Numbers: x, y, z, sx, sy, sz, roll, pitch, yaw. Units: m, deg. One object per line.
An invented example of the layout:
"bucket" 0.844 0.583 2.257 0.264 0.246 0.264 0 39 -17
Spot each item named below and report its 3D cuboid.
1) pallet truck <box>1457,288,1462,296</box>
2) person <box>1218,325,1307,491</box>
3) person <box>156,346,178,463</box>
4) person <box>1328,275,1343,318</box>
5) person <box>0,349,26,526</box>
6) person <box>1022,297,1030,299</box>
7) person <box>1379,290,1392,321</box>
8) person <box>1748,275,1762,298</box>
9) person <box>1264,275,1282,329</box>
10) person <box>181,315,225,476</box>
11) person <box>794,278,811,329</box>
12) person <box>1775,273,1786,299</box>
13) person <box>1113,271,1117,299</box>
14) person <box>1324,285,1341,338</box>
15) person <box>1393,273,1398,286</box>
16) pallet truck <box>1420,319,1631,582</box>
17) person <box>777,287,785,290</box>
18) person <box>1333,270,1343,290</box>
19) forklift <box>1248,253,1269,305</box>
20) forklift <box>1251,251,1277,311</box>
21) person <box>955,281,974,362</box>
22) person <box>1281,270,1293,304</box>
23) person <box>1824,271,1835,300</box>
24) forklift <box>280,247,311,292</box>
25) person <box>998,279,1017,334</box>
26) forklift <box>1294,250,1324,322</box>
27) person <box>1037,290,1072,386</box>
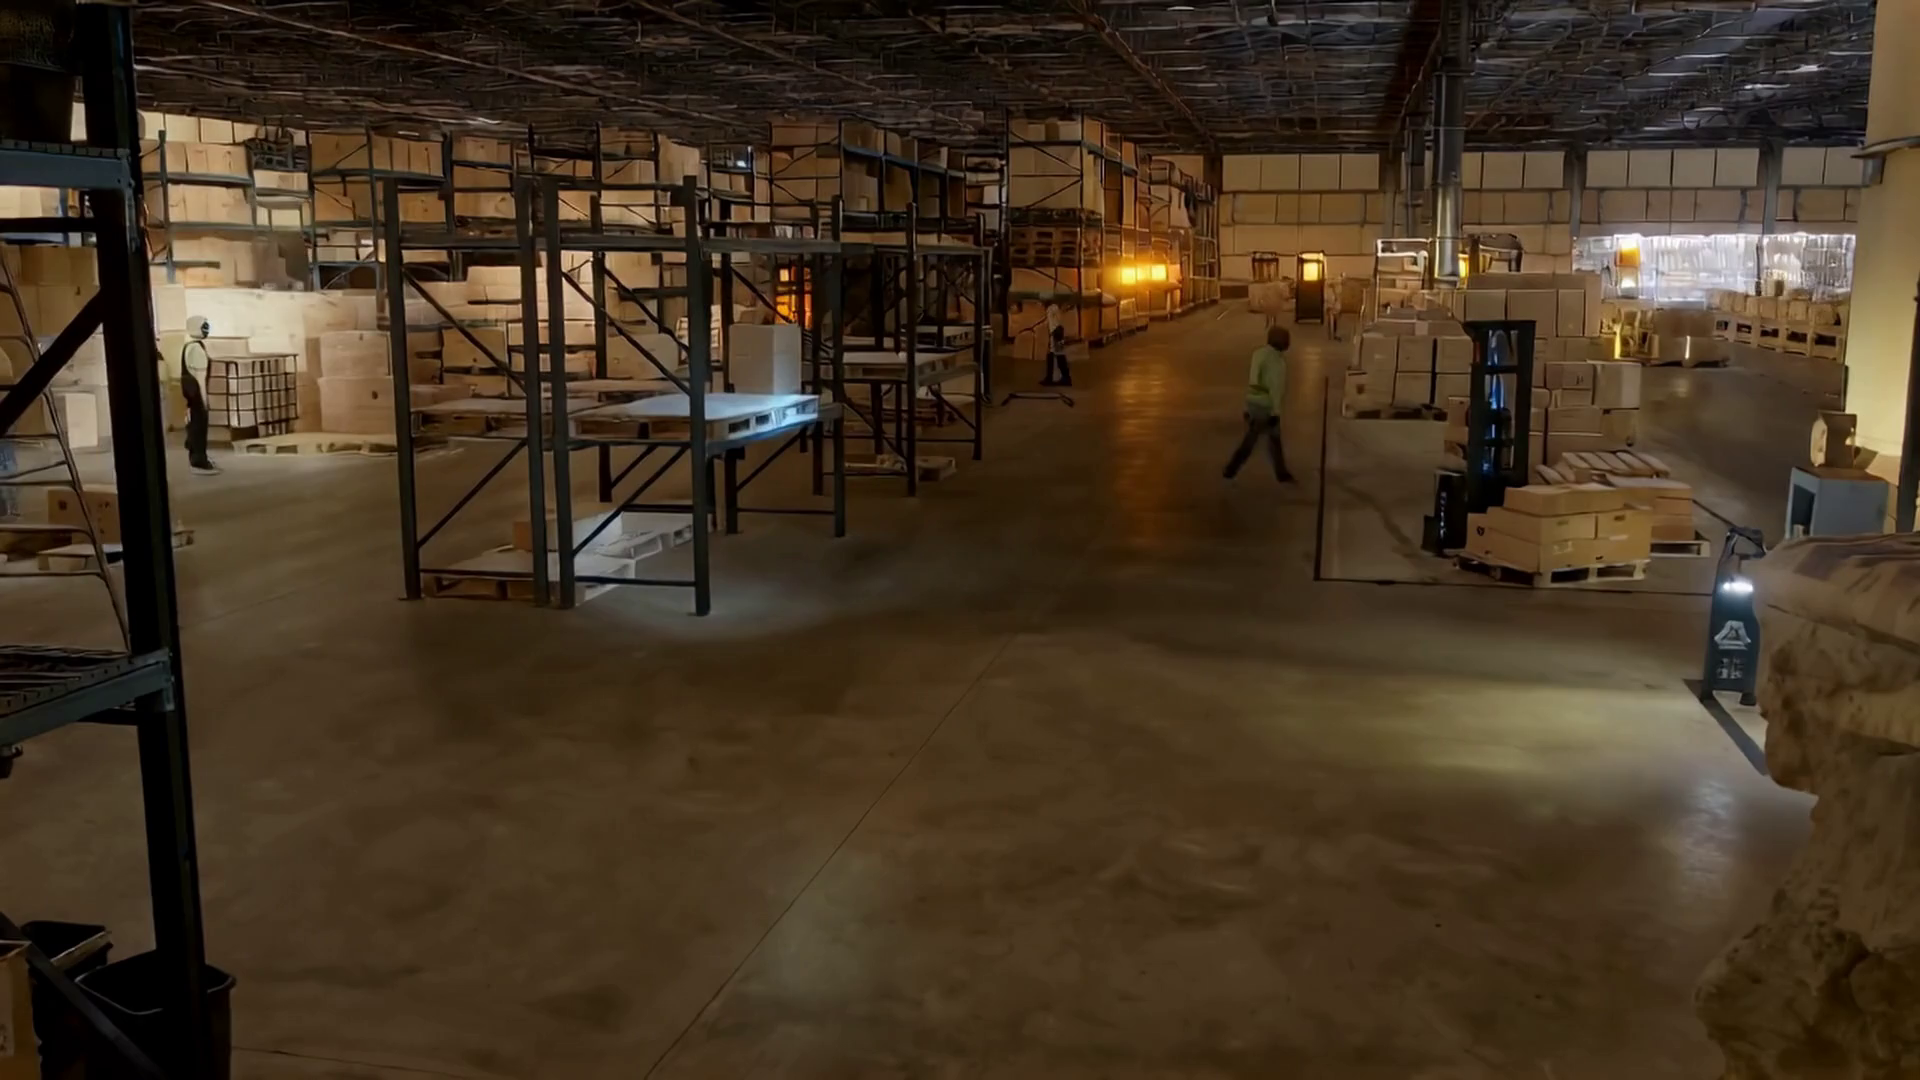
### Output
"pallet truck" 20.506 -9.785 68.819 0.653 1.274 1.630 2 10 12
"person" 3.216 -1.394 17.743 1.019 1.787 0.631 -1 10 -9
"person" -8.141 -1.213 16.761 0.506 1.727 0.453 -8 12 -38
"person" 15.659 -10.128 69.387 0.623 1.790 0.870 1 10 7
"person" -8.920 -1.080 15.430 0.367 1.932 0.623 -6 11 -30
"person" 2.714 -9.408 65.145 0.577 1.794 0.896 2 10 10
"person" 12.245 -6.378 47.637 0.534 1.644 0.903 -7 12 -35
"person" 33.882 -10.390 70.949 0.592 1.797 0.588 -6 11 -33
"person" 11.181 -8.489 59.376 0.673 1.907 0.400 2 10 14
"person" -8.696 -1.649 19.032 0.327 1.843 0.514 -7 12 -36
"person" -5.019 -7.515 53.681 0.627 1.887 1.045 4 11 24
"person" 34.837 -10.374 70.555 0.669 1.889 0.443 -9 13 -42
"person" 8.231 -13.184 87.258 0.635 1.873 0.832 0 10 2
"person" 11.728 -7.202 52.414 0.551 1.666 0.695 3 10 15
"person" 23.092 -13.291 88.311 0.485 1.735 0.347 -6 11 -32
"pallet truck" 4.543 -0.757 13.299 0.823 1.965 1.885 -4 10 -22
"person" -7.909 -10.700 73.009 0.535 1.725 0.908 4 10 23
"person" 18.211 -11.997 80.027 0.606 1.941 0.412 -6 12 -34
"forklift" 16.187 -14.109 89.752 1.129 2.768 1.873 2 10 12
"forklift" 13.906 -11.743 75.744 1.129 2.768 1.873 1 10 4
"person" 0.182 -5.294 40.277 0.603 1.959 0.372 -3 10 -19
"person" 18.088 -14.076 92.541 1.042 1.883 0.549 0 10 2
"person" 37.714 -10.640 71.941 0.929 1.966 0.622 5 11 26
"forklift" -19.670 -7.277 49.295 1.129 2.768 1.873 2 10 12
"person" 1.562 -7.646 54.524 0.649 1.854 1.000 -1 10 -7
"forklift" 13.778 -10.002 65.433 1.129 2.768 1.873 2 10 12
"person" 1.881 -3.942 32.576 0.717 1.880 0.549 1 10 7
